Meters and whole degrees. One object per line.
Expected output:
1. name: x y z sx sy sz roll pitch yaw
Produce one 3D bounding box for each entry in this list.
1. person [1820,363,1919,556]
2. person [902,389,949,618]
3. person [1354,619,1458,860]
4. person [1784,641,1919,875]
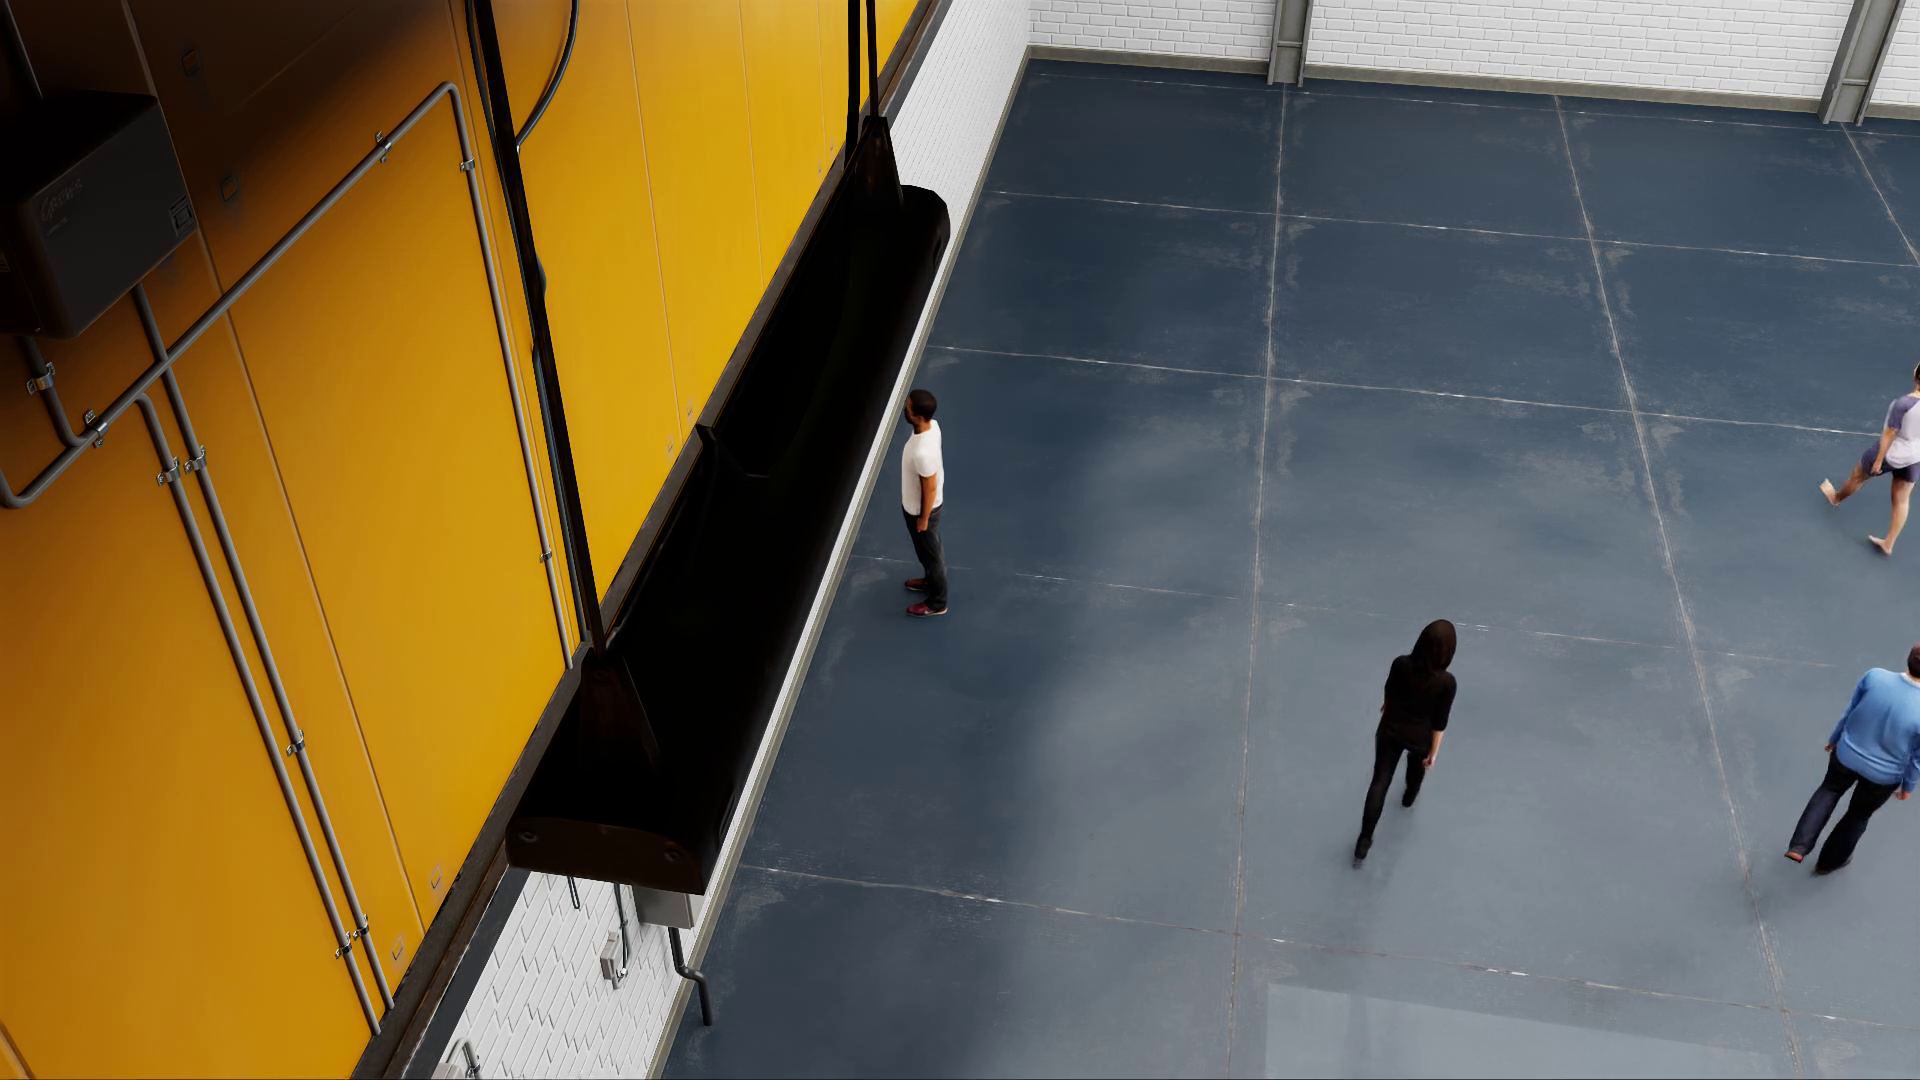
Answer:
1. person: 6.784 -0.582 11.945 1.011 1.523 0.838 -5 39 -6
2. person: -0.232 -0.260 11.318 0.601 1.801 0.685 -1 39 -1
3. person: 2.562 1.185 9.666 1.066 1.605 0.840 17 42 21
4. person: 5.101 1.273 9.400 0.979 1.800 0.921 -25 45 -28
